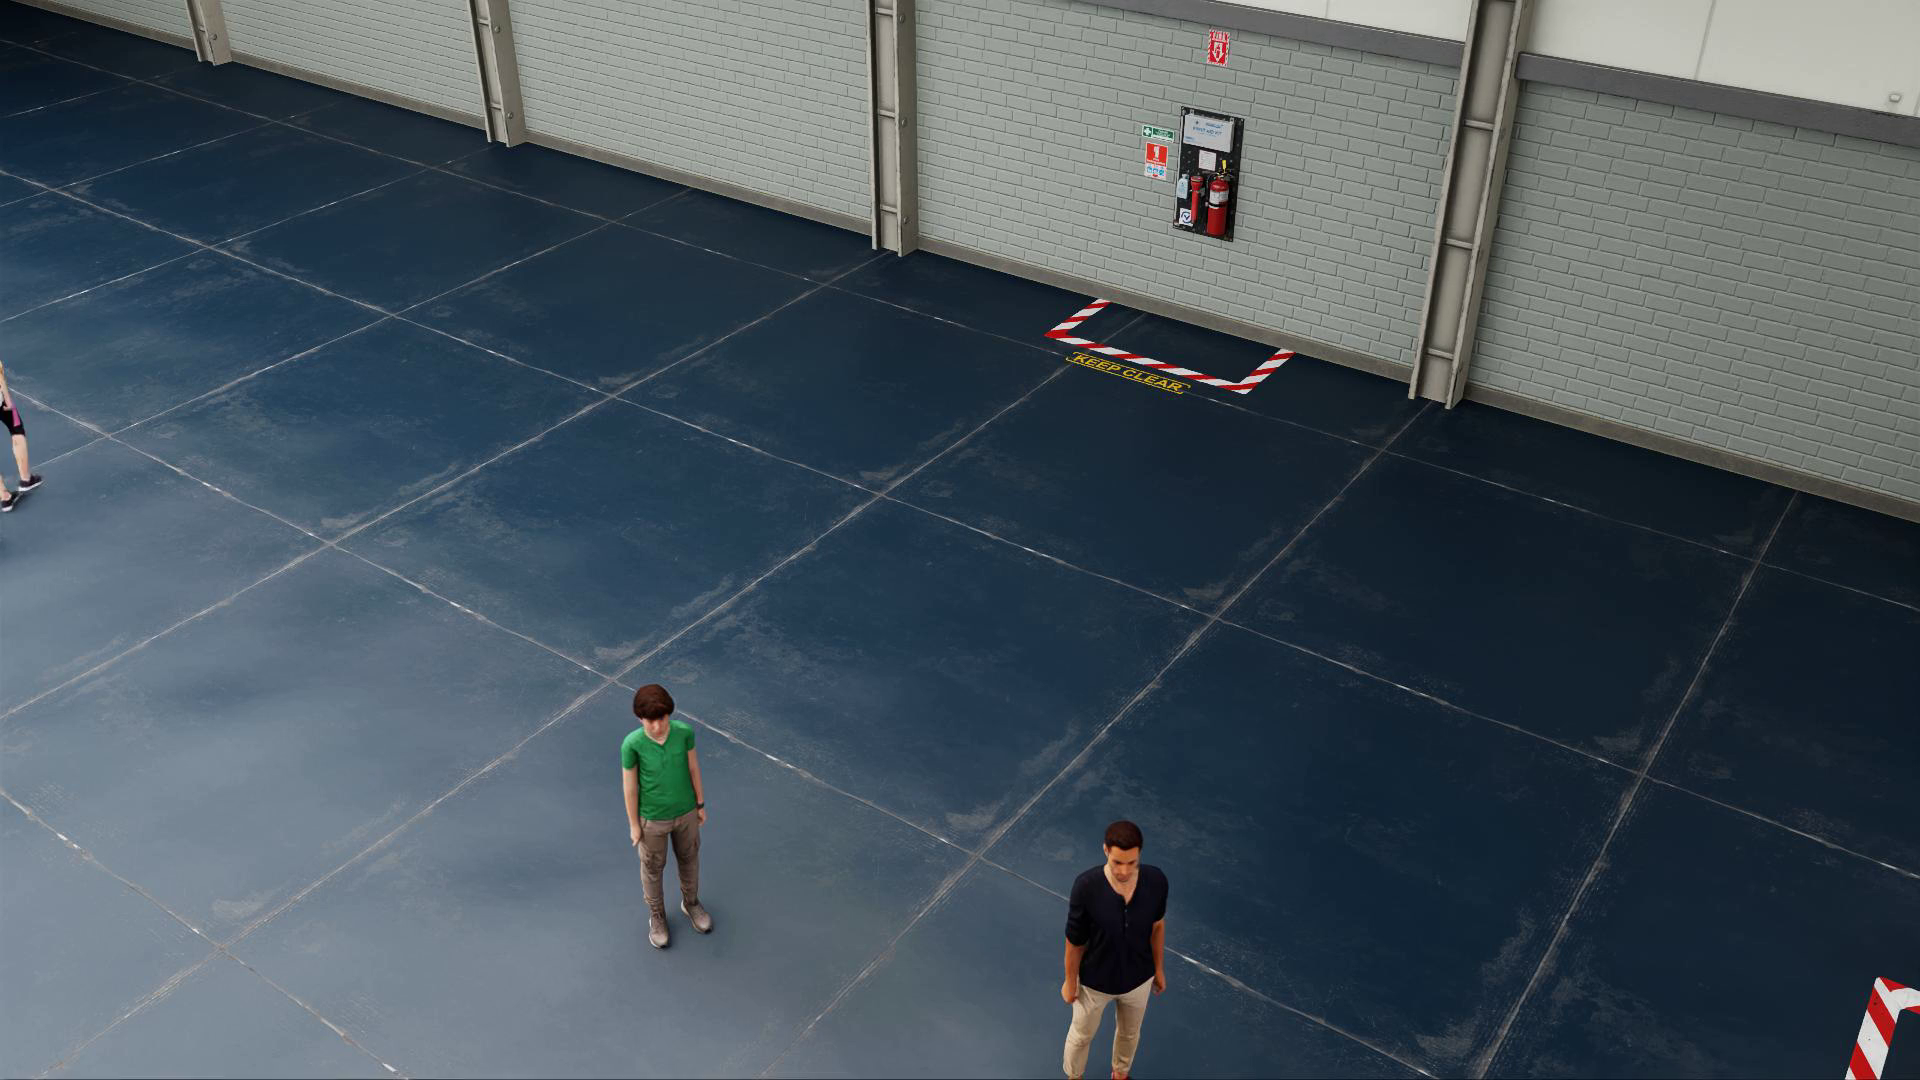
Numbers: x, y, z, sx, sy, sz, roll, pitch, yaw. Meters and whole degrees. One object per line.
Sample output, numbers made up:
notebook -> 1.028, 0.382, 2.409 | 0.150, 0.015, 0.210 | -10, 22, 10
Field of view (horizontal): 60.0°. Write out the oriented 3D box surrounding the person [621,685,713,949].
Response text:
person -> -1.585, 1.442, 8.924 | 0.656, 1.651, 0.666 | -15, 35, -23

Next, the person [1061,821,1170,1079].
person -> 0.722, 2.023, 7.812 | 0.712, 1.854, 0.768 | -6, 33, -9

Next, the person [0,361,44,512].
person -> -7.502, -1.023, 12.722 | 0.807, 1.768, 0.866 | -5, 33, -8
